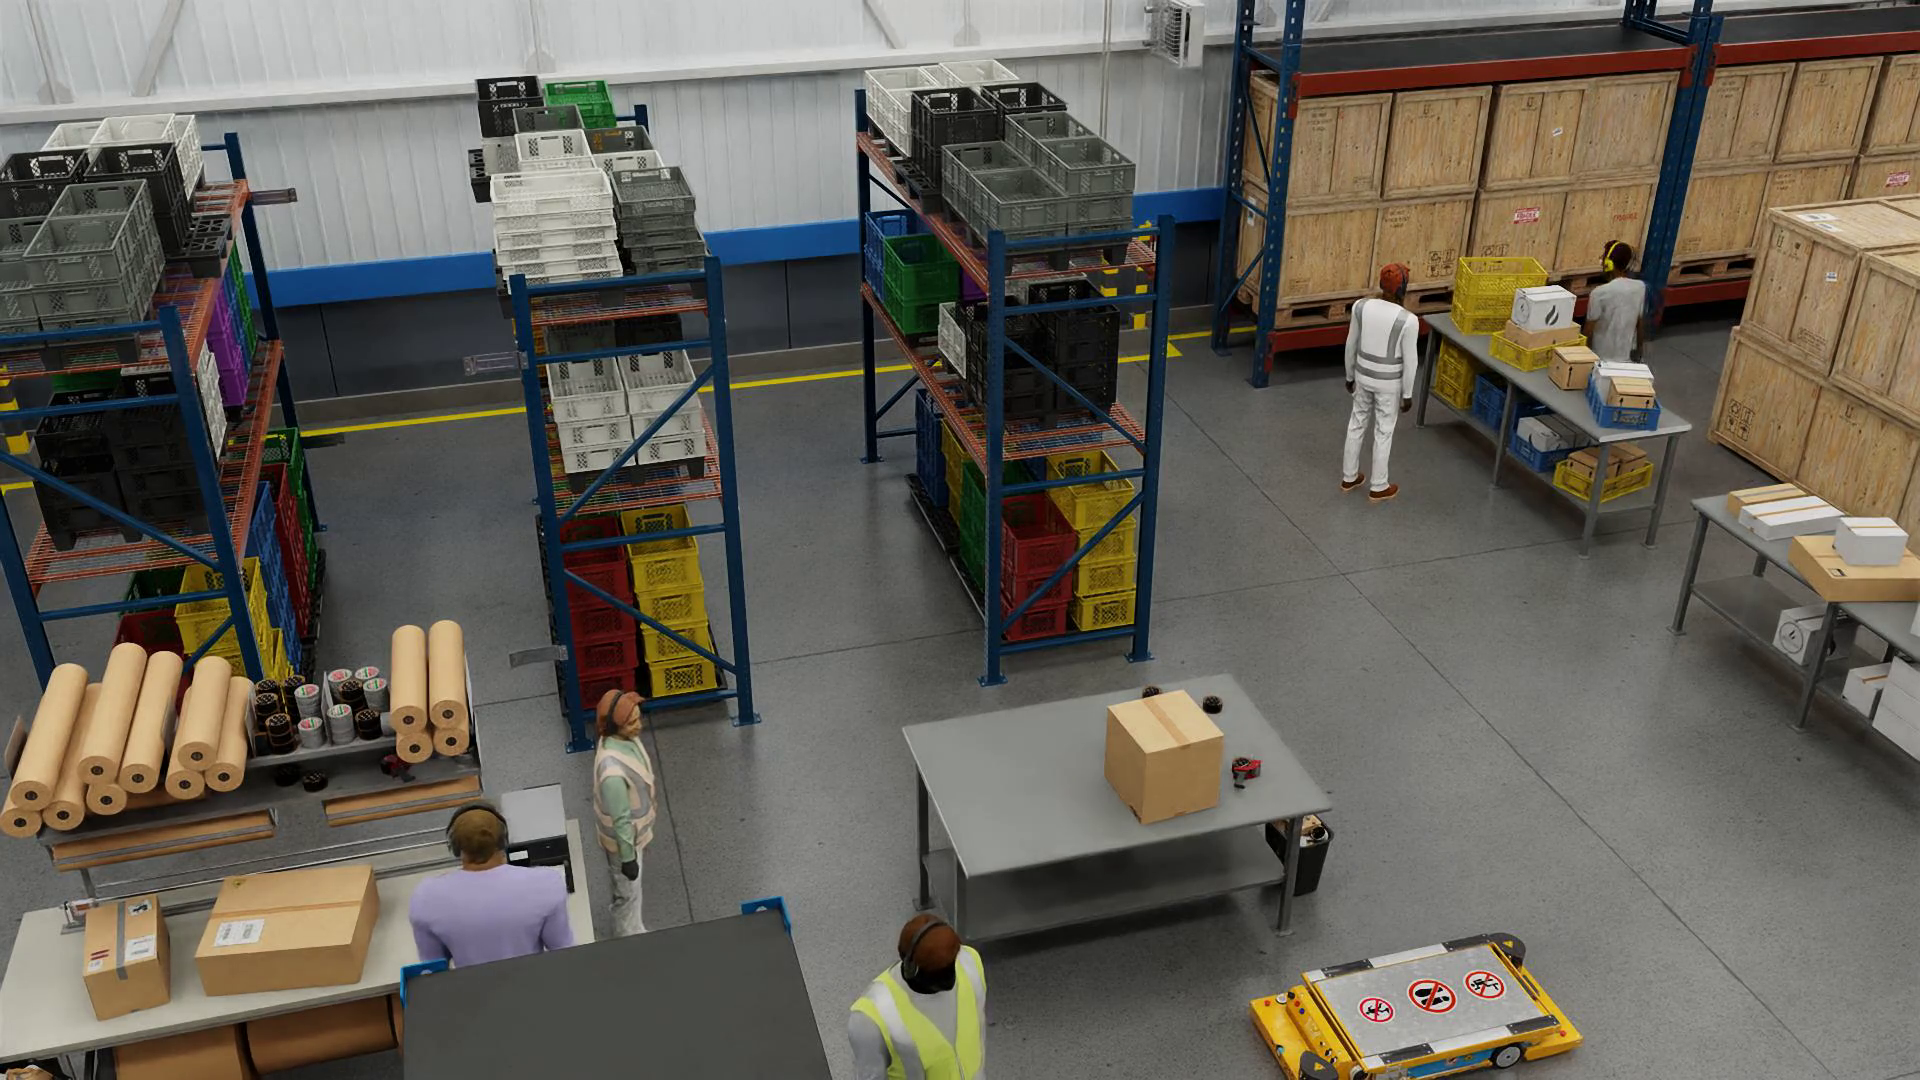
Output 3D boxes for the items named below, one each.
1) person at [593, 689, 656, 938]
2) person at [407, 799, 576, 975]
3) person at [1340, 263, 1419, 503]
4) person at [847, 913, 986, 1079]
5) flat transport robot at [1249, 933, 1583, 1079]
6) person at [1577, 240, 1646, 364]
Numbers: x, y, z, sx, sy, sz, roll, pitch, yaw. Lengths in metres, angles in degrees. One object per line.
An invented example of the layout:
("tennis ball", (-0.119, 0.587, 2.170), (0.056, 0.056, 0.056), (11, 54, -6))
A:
("person", (-1.618, 1.433, 8.117), (0.315, 1.636, 0.514), (-4, 29, -7))
("person", (-1.904, 1.905, 6.963), (0.632, 1.931, 0.366), (-4, 29, -7))
("person", (3.188, -1.196, 12.645), (0.339, 1.882, 0.584), (-26, 38, -38))
("person", (-0.119, 2.205, 6.504), (0.627, 1.843, 0.429), (-24, 37, -36))
("flat transport robot", (2.184, 2.282, 7.980), (1.431, 0.197, 0.652), (-8, 30, -14))
("person", (5.135, -1.494, 13.273), (0.536, 1.808, 1.014), (-12, 31, -20))
